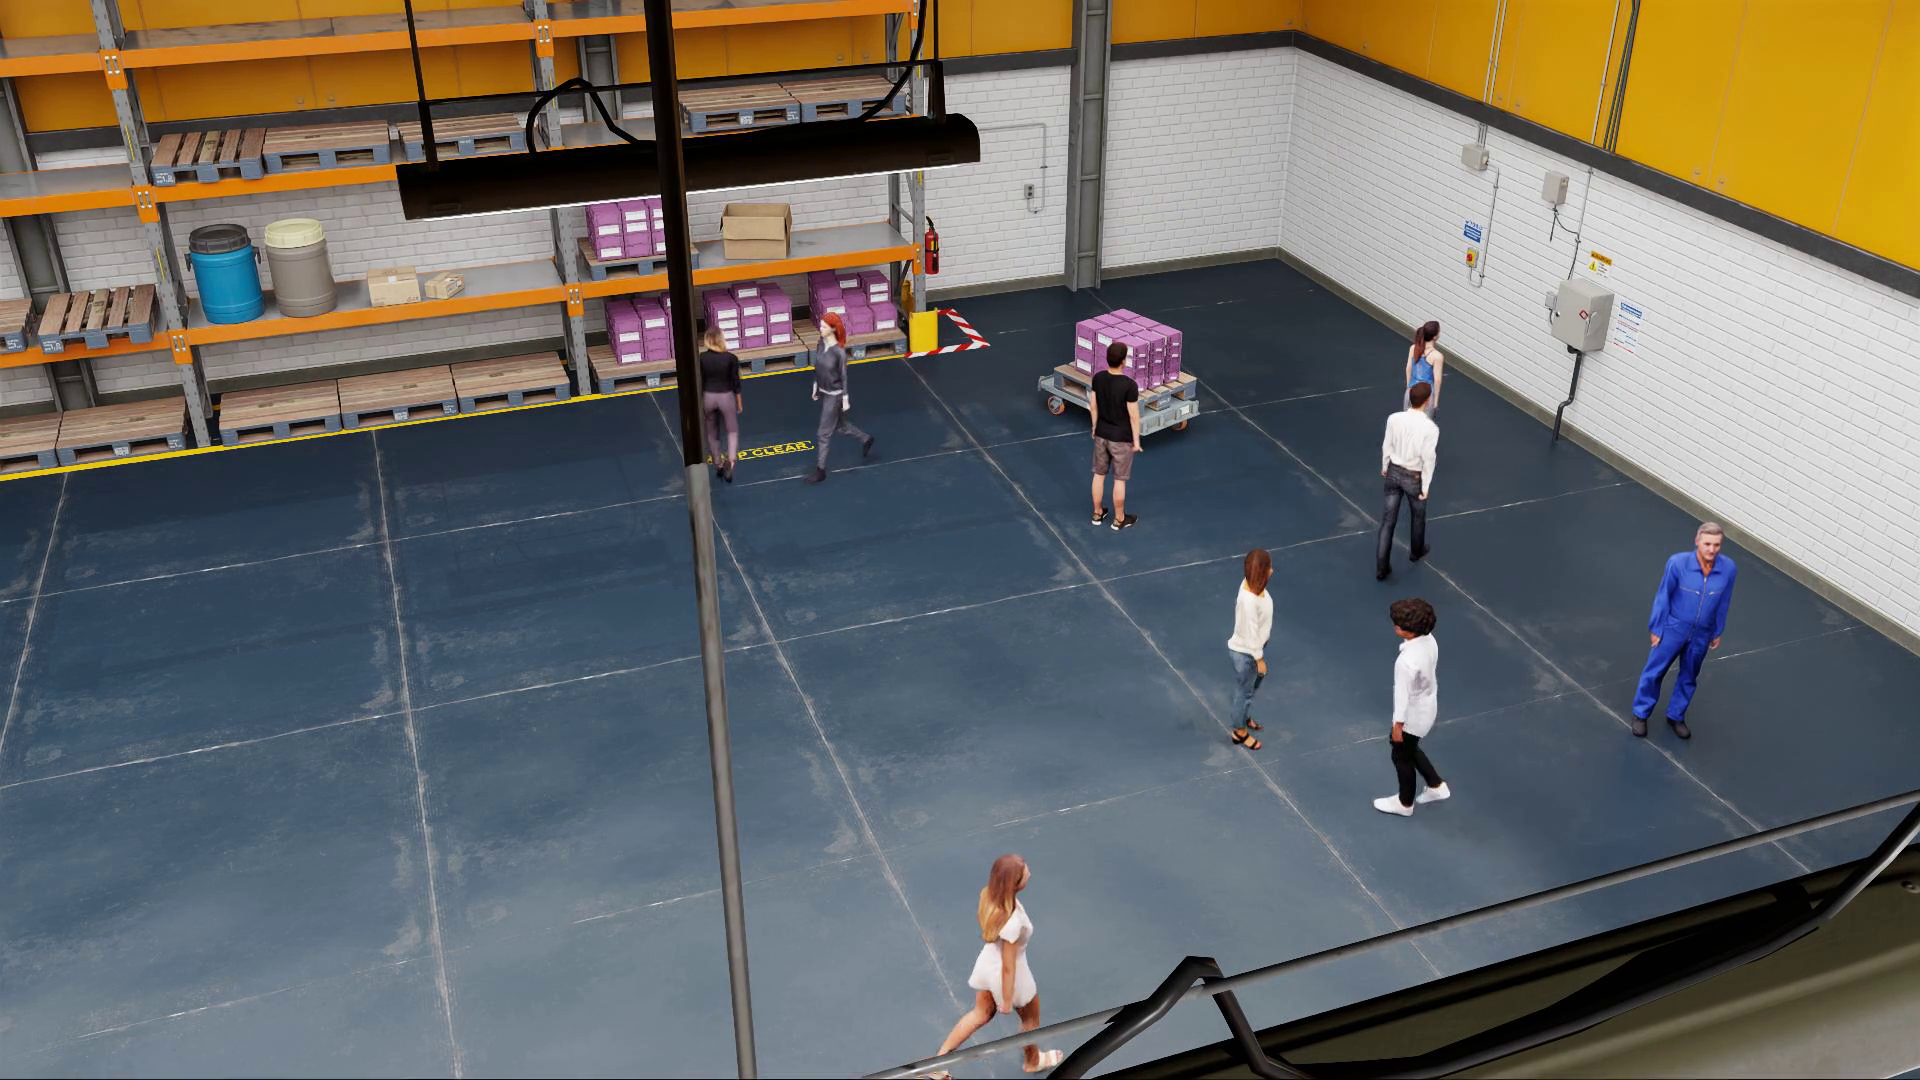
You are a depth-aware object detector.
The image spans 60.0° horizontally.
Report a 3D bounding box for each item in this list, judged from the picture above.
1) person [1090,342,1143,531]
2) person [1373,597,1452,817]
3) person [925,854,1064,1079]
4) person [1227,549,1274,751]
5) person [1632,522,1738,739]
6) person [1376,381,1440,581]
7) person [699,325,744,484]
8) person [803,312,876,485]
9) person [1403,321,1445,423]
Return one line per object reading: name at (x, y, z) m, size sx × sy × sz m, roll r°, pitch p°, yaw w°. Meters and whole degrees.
person at (1.435, -0.987, 15.623) m, size 0.775 × 1.862 × 0.795 m, roll 18°, pitch 34°, yaw 30°
person at (3.242, 1.204, 11.684) m, size 0.962 × 1.788 × 0.908 m, roll 18°, pitch 33°, yaw 29°
person at (0.164, 2.487, 9.462) m, size 1.091 × 1.662 × 0.572 m, roll -10°, pitch 30°, yaw -18°
person at (2.124, 0.808, 12.524) m, size 0.750 × 1.679 × 0.716 m, roll 9°, pitch 30°, yaw 16°
person at (5.505, 0.666, 12.626) m, size 0.670 × 1.830 × 0.850 m, roll 3°, pitch 29°, yaw 5°
person at (3.904, -0.487, 14.720) m, size 1.013 × 1.849 × 1.124 m, roll 17°, pitch 33°, yaw 28°
person at (-2.380, -1.272, 16.365) m, size 0.861 × 1.651 × 0.783 m, roll -3°, pitch 29°, yaw -5°
person at (-1.209, -1.446, 16.580) m, size 1.166 × 1.752 × 0.774 m, roll -18°, pitch 34°, yaw -30°
person at (4.638, -1.444, 16.724) m, size 0.619 × 1.609 × 0.622 m, roll -20°, pitch 35°, yaw -32°
